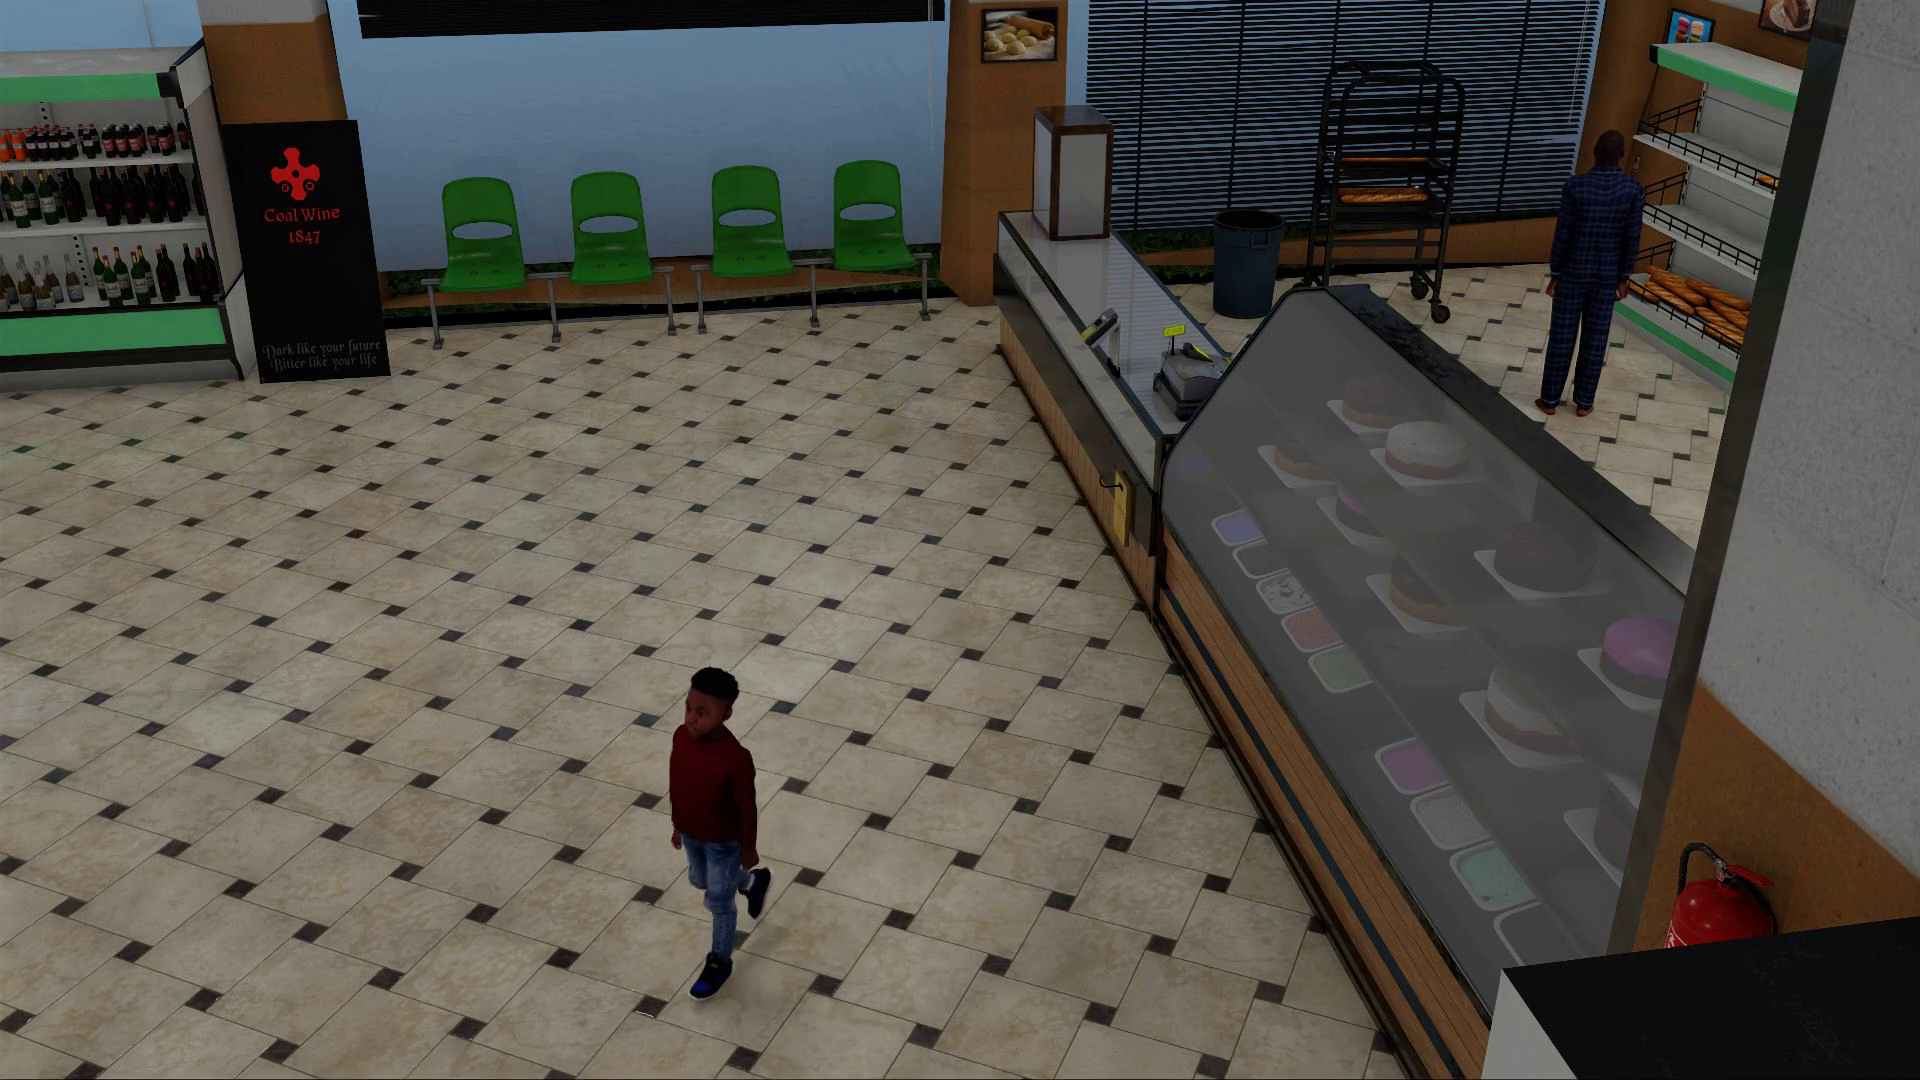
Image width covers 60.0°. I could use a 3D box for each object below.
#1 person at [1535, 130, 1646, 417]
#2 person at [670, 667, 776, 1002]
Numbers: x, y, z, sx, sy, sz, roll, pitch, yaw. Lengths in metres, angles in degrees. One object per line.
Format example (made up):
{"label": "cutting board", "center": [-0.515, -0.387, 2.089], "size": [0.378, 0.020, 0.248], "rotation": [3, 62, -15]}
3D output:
{"label": "person", "center": [3.926, -1.660, 10.401], "size": [0.694, 1.824, 0.820], "rotation": [6, 28, 12]}
{"label": "person", "center": [-0.830, 0.977, 5.847], "size": [0.761, 1.240, 0.838], "rotation": [19, 32, 33]}
